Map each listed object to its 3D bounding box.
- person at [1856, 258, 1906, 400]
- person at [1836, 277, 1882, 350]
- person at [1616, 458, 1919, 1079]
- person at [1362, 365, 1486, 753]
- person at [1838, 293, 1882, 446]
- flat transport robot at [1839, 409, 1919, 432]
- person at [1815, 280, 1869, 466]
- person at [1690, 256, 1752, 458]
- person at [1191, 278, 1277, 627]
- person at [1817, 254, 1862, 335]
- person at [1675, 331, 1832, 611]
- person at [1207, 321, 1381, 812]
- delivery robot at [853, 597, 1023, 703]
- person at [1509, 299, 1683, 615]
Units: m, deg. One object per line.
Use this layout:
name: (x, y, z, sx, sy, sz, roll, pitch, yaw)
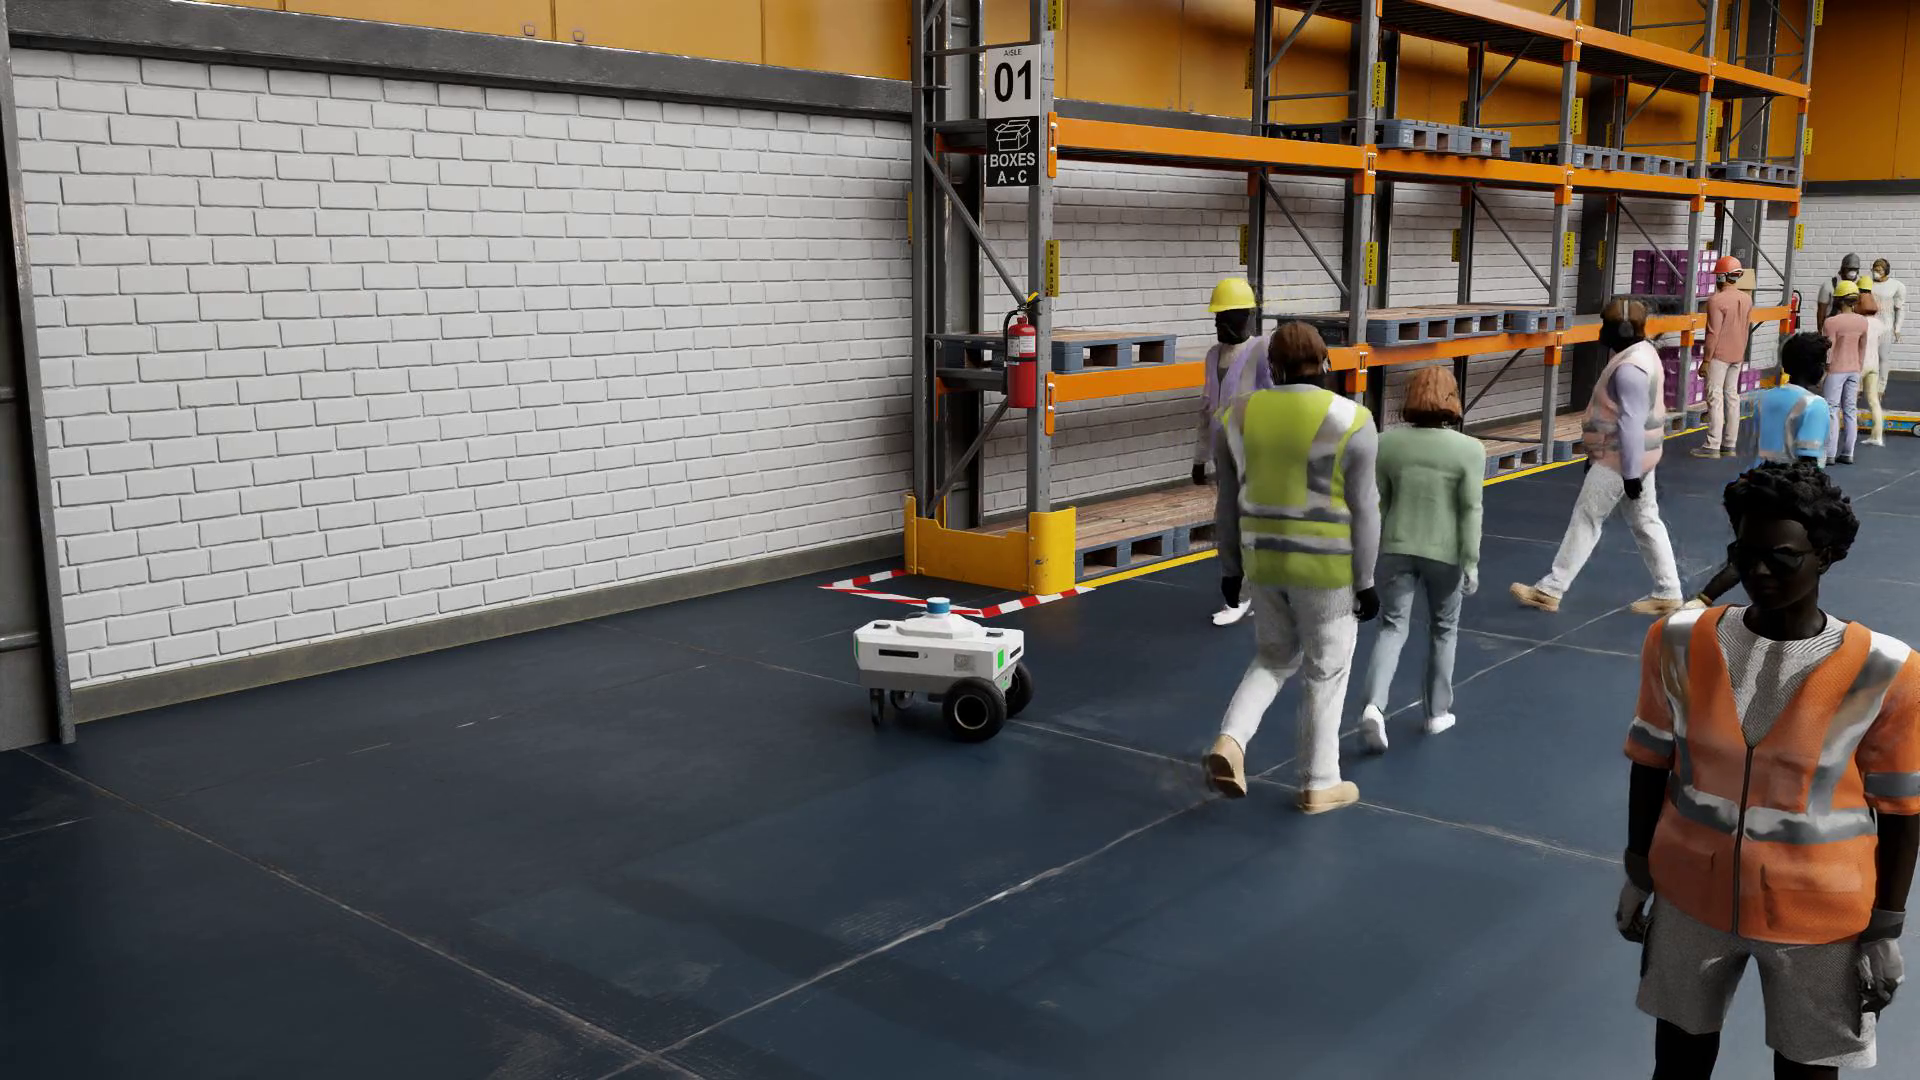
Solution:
person: (12.550, -2.878, 22.772, 0.632, 1.932, 0.359, 9, 13, 41)
person: (11.470, -2.504, 21.279, 0.524, 1.714, 0.941, 3, 10, 15)
person: (1.500, 0.690, 3.128, 0.538, 1.695, 0.319, 9, 13, 41)
person: (1.897, 0.077, 6.914, 0.503, 1.602, 0.768, 6, 12, 30)
person: (9.509, -1.811, 17.663, 0.515, 1.593, 0.777, -5, 11, -25)
flat transport robot: (10.501, -1.330, 18.688, 1.431, 0.197, 0.652, 8, 13, 40)
person: (8.420, -1.592, 15.929, 0.533, 1.768, 0.310, -4, 11, -19)
person: (7.563, -1.808, 16.506, 0.622, 1.993, 0.383, -6, 12, -30)
person: (1.472, -0.474, 9.138, 0.553, 1.907, 0.629, -5, 11, -25)
person: (12.196, -2.943, 22.835, 0.696, 2.000, 0.985, 2, 10, 9)
person: (4.107, -0.223, 8.440, 0.758, 1.676, 0.538, -1, 10, -6)
person: (1.211, 0.120, 6.061, 0.616, 1.818, 0.539, 10, 14, 44)
delivery robot: (-0.098, 0.494, 7.232, 0.707, 0.478, 0.477, 3, 10, 18)
person: (3.678, -0.454, 9.392, 0.932, 1.798, 0.632, 6, 12, 30)
